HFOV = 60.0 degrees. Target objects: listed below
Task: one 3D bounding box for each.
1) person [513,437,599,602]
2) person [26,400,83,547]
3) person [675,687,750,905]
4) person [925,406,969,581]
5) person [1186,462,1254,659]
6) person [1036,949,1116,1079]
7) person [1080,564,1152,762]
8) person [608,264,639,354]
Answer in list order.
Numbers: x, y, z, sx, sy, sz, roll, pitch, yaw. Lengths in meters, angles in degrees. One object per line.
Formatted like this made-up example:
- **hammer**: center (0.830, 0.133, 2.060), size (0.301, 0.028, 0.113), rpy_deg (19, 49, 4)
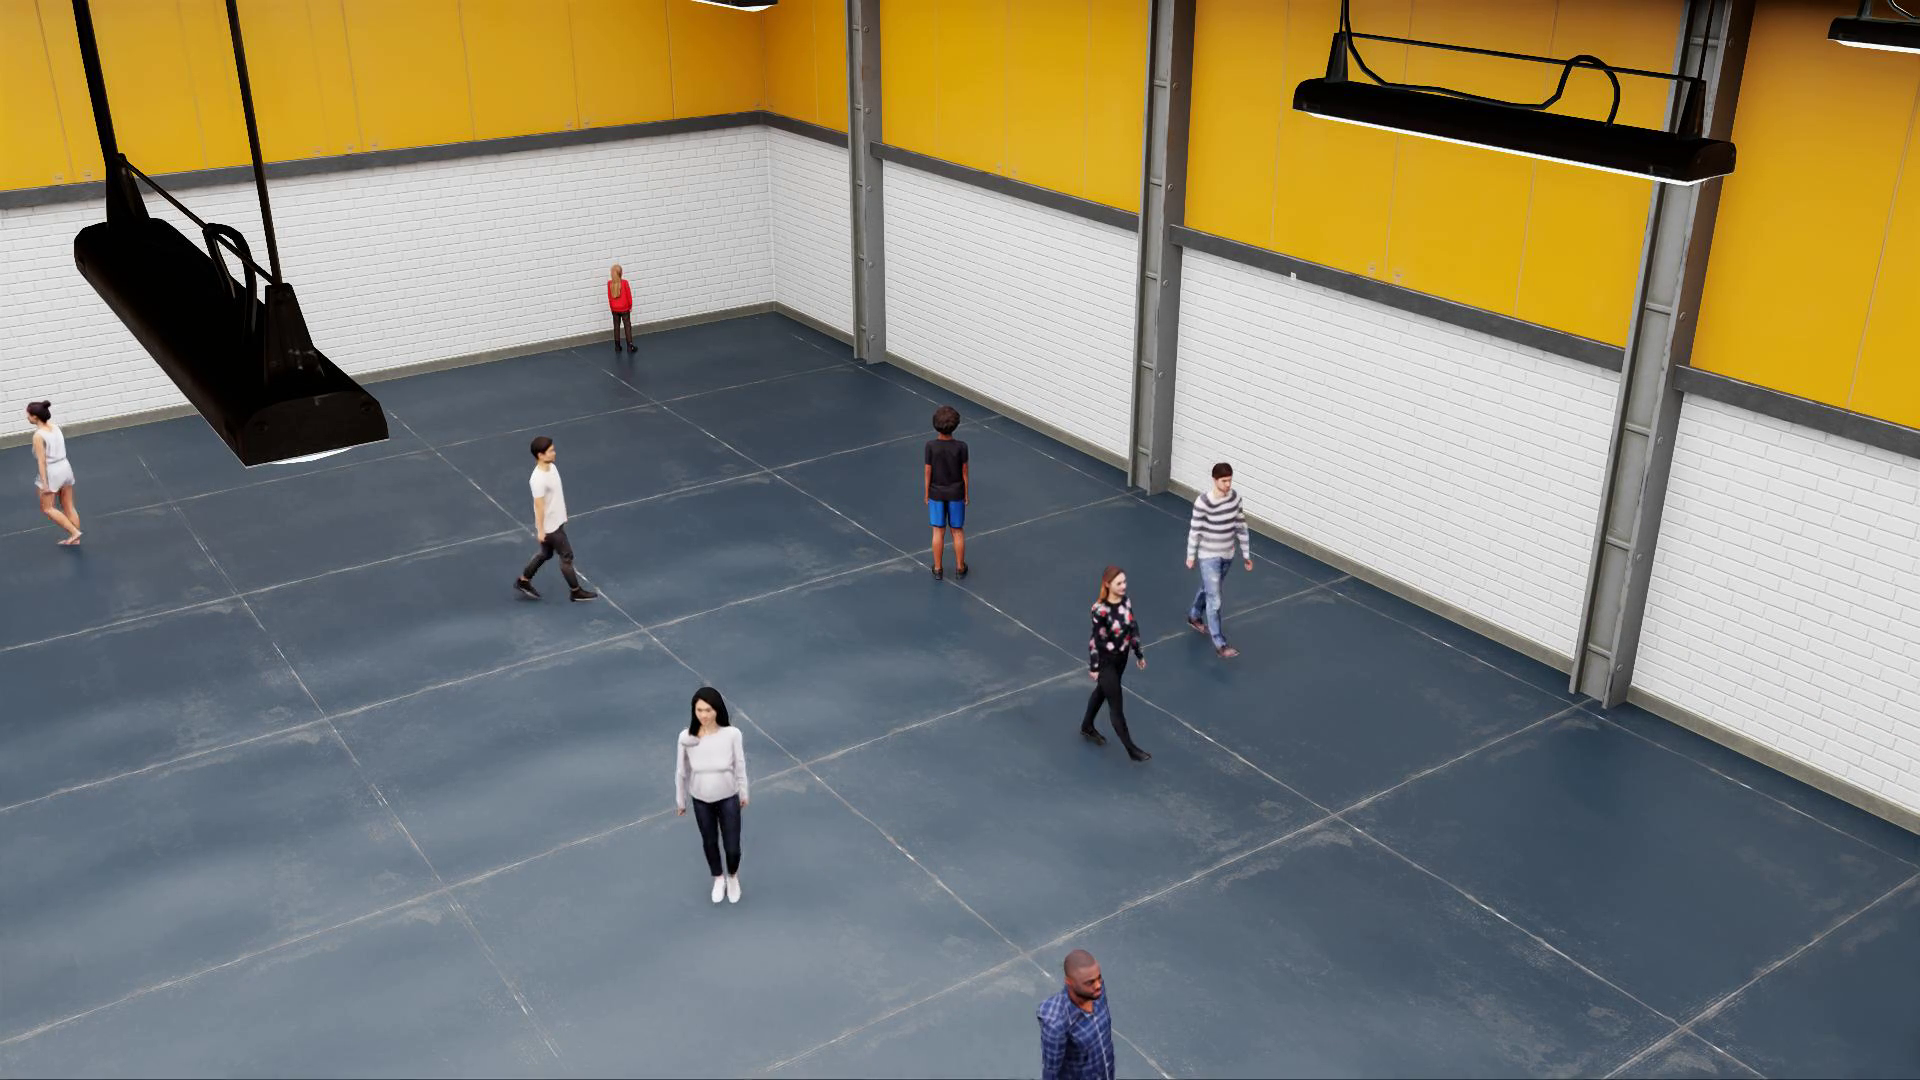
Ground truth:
- **person**: center (-4.024, -0.183, 16.040), size (1.072, 1.689, 1.101), rpy_deg (0, 24, -1)
- **person**: center (-9.324, -0.676, 17.257), size (0.759, 1.617, 0.696), rpy_deg (3, 24, 8)
- **person**: center (-1.698, 1.750, 11.618), size (0.758, 1.688, 0.790), rpy_deg (-1, 24, -1)
- **person**: center (-0.131, -0.468, 16.553), size (0.693, 1.799, 0.732), rpy_deg (0, 24, 1)
- **person**: center (2.283, 0.115, 15.222), size (0.726, 1.797, 1.182), rpy_deg (-13, 27, -27)
- **person**: center (0.591, 2.893, 8.849), size (0.994, 1.811, 0.839), rpy_deg (17, 29, 33)
- **person**: center (1.162, 0.956, 13.490), size (1.073, 1.643, 0.717), rpy_deg (21, 31, 39)
- **person**: center (-4.834, -3.304, 23.689), size (0.595, 1.280, 0.653), rpy_deg (3, 24, 7)
